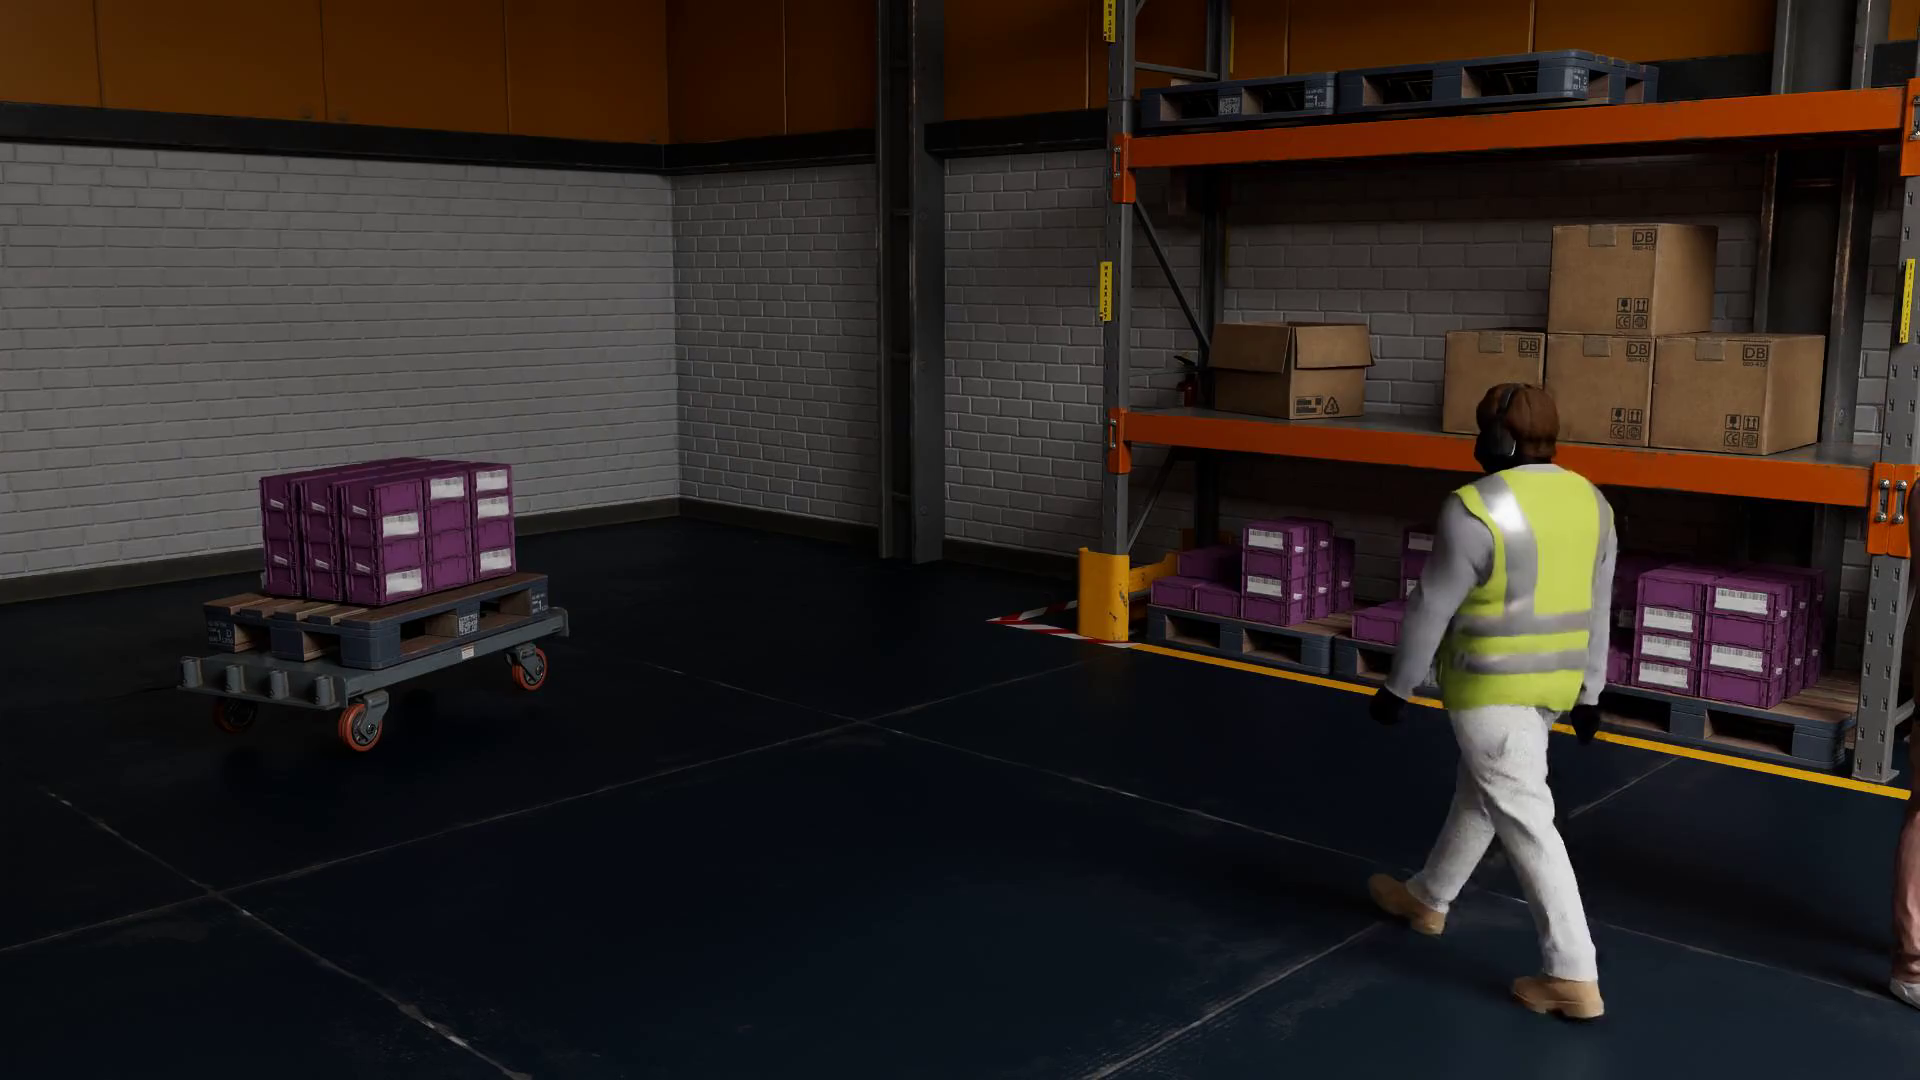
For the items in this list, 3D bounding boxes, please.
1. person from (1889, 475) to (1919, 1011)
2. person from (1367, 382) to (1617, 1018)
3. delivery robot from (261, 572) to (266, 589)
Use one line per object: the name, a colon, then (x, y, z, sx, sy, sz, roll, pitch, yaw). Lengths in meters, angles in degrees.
person: (2.929, 0.409, 4.721, 0.639, 1.908, 0.409, -7, 12, -38)
person: (1.603, 0.437, 4.926, 0.638, 1.796, 0.986, -6, 11, -34)
delivery robot: (-3.673, 0.241, 9.590, 0.477, 0.478, 0.707, 4, 10, 21)
